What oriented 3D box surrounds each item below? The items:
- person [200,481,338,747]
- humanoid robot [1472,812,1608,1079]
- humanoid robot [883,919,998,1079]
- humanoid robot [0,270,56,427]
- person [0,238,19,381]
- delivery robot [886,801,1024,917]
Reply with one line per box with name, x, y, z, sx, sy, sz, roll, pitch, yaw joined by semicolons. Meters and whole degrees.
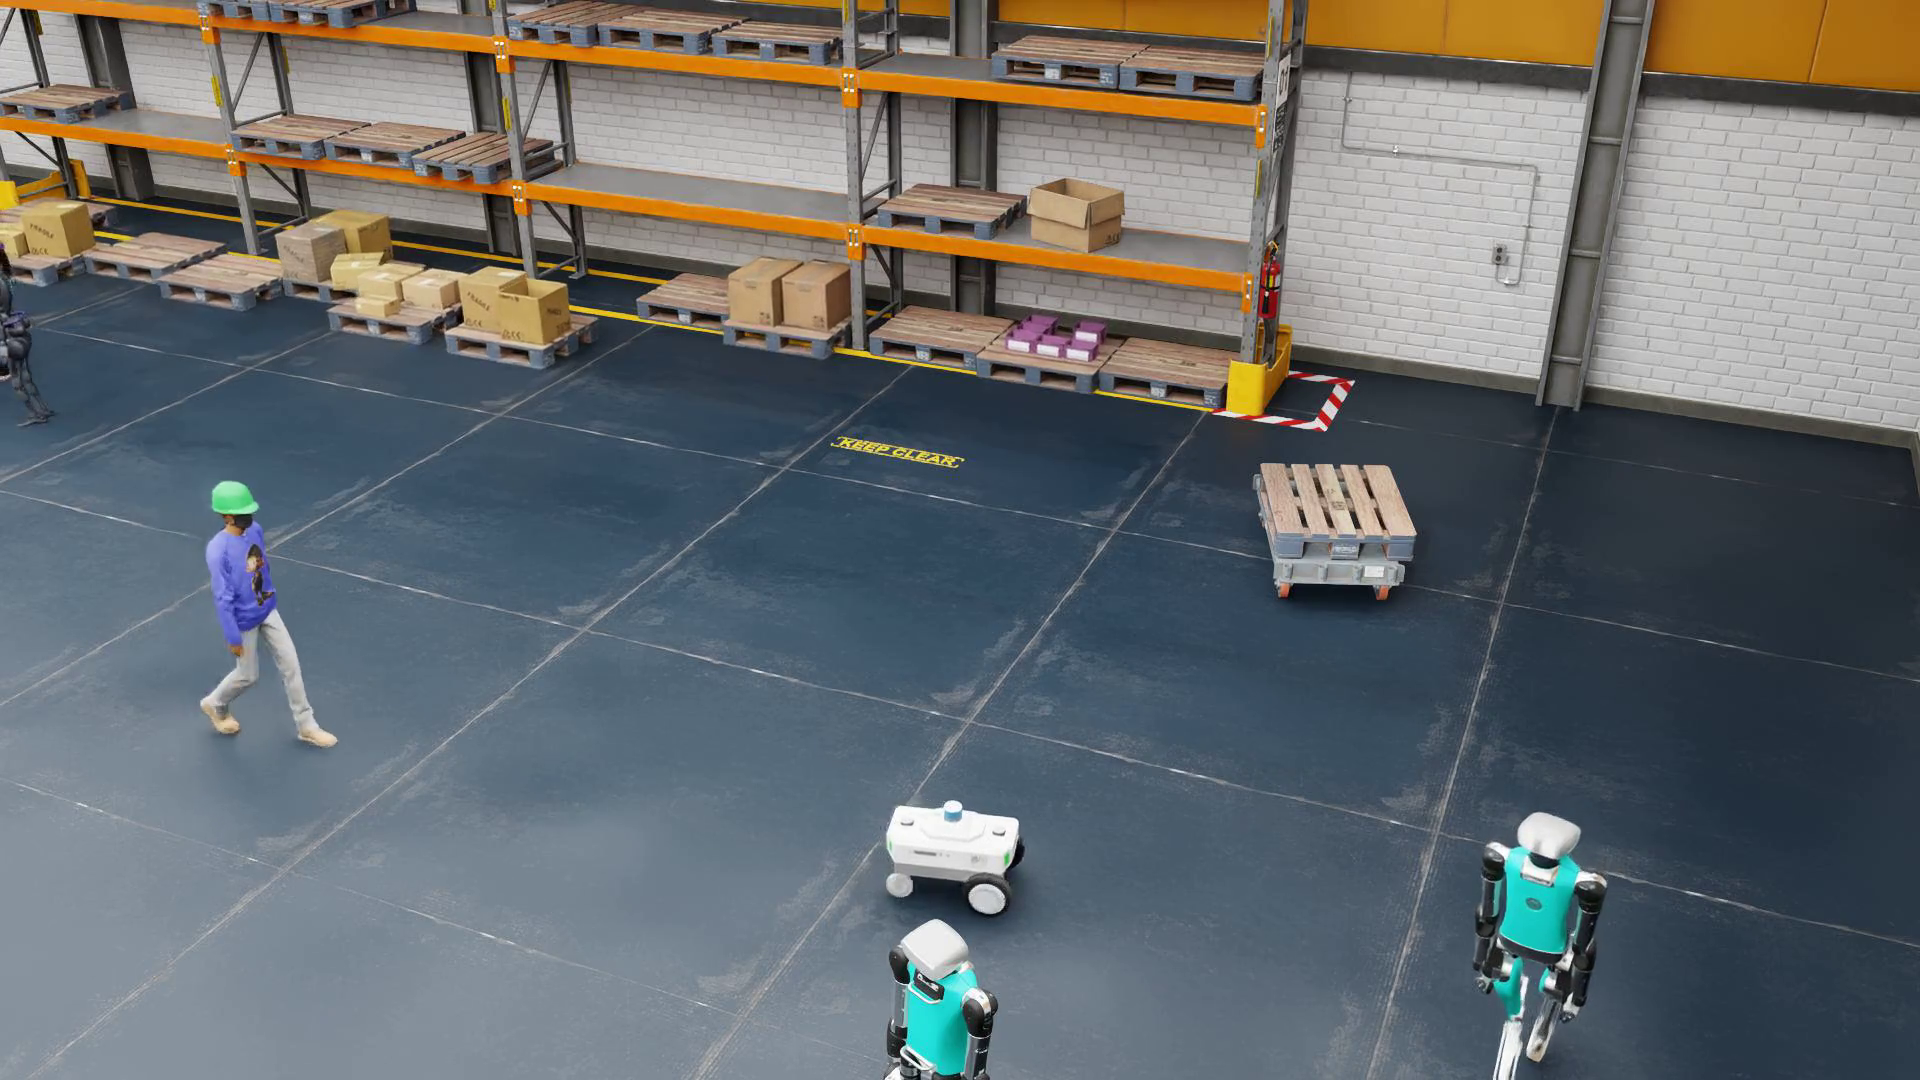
person;-4.448;0.460;10.330;0.860;1.845;0.471;8;28;16
humanoid robot;2.697;1.896;7.717;0.542;1.763;1.059;16;32;29
humanoid robot;-0.242;2.344;6.640;0.735;1.677;0.533;-24;36;-38
humanoid robot;-8.533;-1.835;14.966;0.374;1.641;0.613;-8;28;-16
person;-9.418;-2.495;15.946;0.574;1.940;0.527;-2;27;-4
delivery robot;-0.015;1.734;9.269;0.794;0.606;0.499;5;28;9
